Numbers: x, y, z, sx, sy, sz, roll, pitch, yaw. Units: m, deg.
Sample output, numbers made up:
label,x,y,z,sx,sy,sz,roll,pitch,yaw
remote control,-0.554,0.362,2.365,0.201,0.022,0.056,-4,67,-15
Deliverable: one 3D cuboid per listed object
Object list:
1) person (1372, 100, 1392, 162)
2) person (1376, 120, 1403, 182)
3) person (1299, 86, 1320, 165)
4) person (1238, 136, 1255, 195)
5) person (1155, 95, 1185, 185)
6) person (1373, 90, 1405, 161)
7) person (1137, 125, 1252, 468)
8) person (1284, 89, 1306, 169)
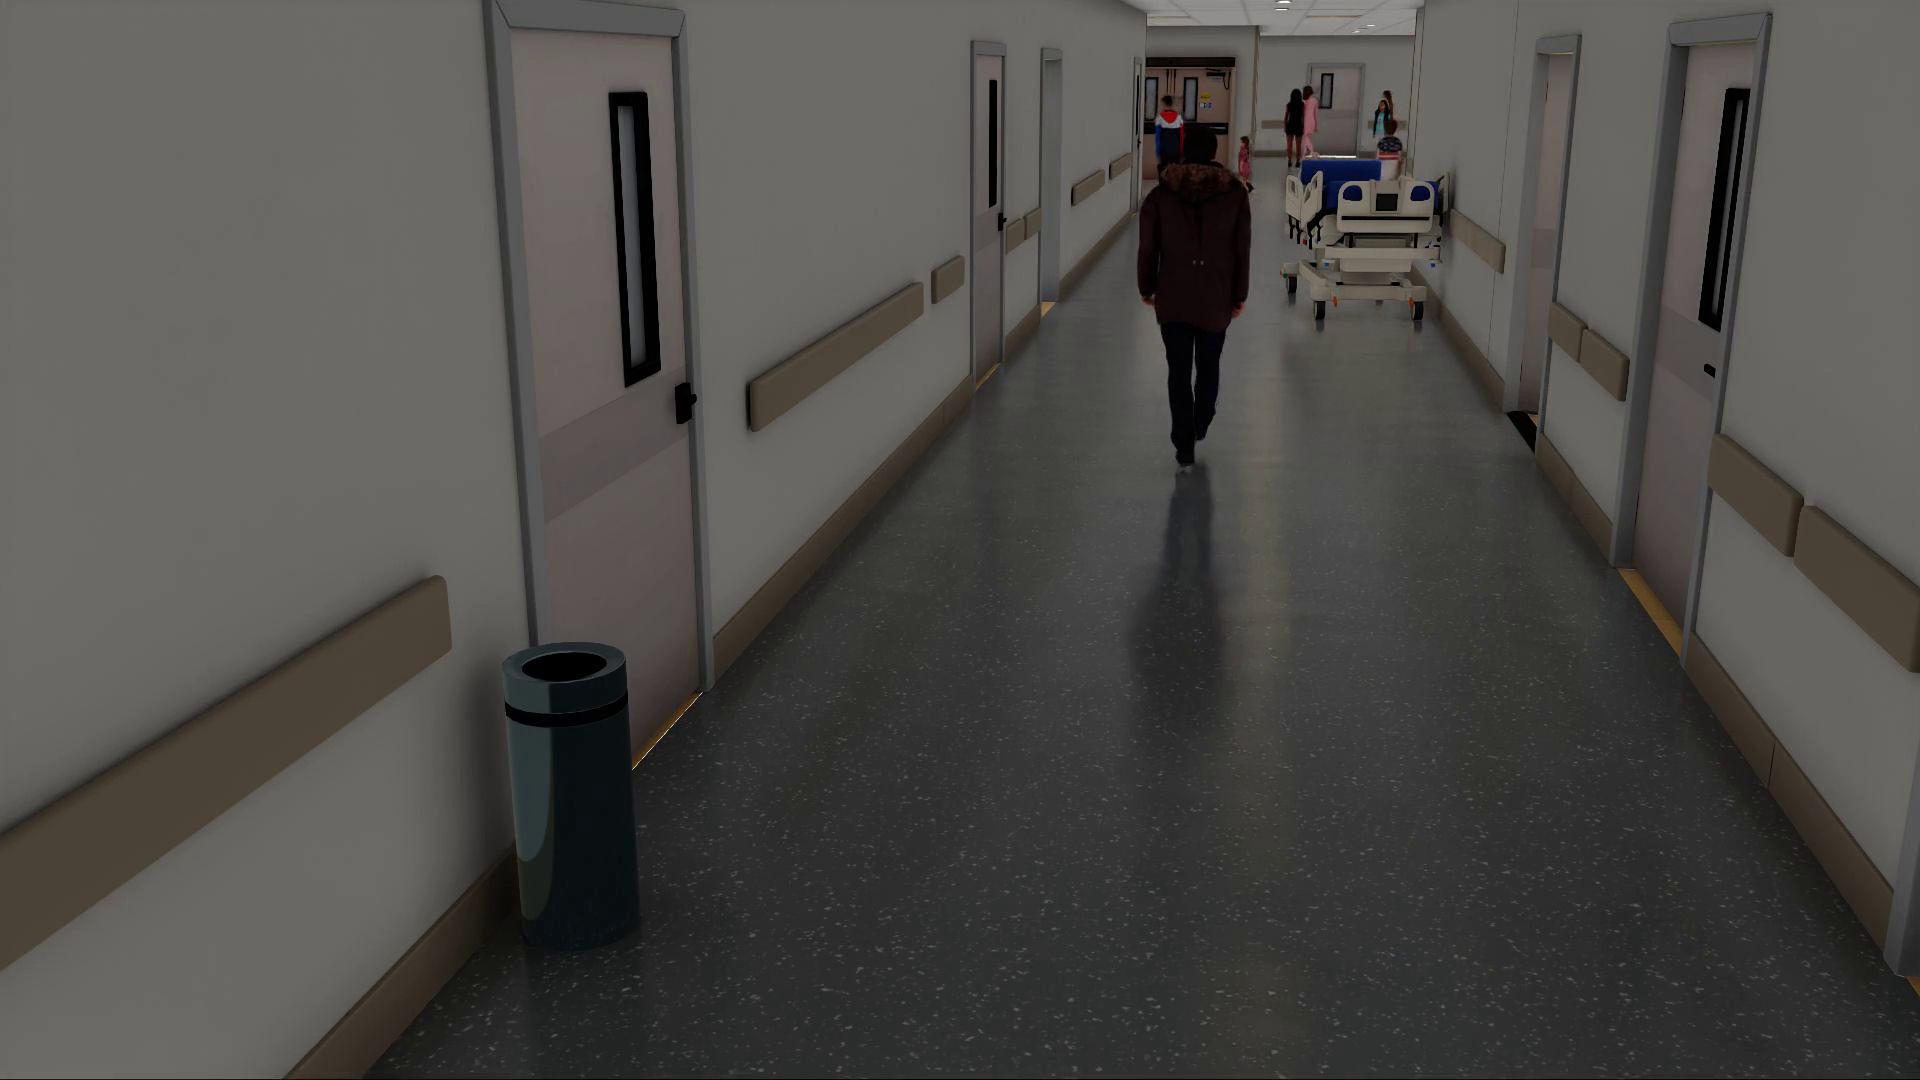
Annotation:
label,x,y,z,sx,sy,sz,roll,pitch,yaw
person,9.651,-9.307,38.049,0.652,1.498,0.736,12,20,37
person,6.335,-5.468,24.601,0.954,1.406,0.759,8,17,25
person,7.989,-9.432,37.996,1.149,1.767,1.042,-6,17,-20
person,5.028,-6.572,29.229,0.615,1.020,0.507,7,17,23
person,3.339,-6.126,26.371,1.211,1.713,0.972,-2,16,-6
person,10.070,-9.616,38.841,1.160,1.663,0.809,-1,16,-3
person,1.268,-1.286,9.034,1.056,1.803,0.869,2,16,6
person,7.415,-9.105,36.940,0.968,1.711,0.728,4,16,15
